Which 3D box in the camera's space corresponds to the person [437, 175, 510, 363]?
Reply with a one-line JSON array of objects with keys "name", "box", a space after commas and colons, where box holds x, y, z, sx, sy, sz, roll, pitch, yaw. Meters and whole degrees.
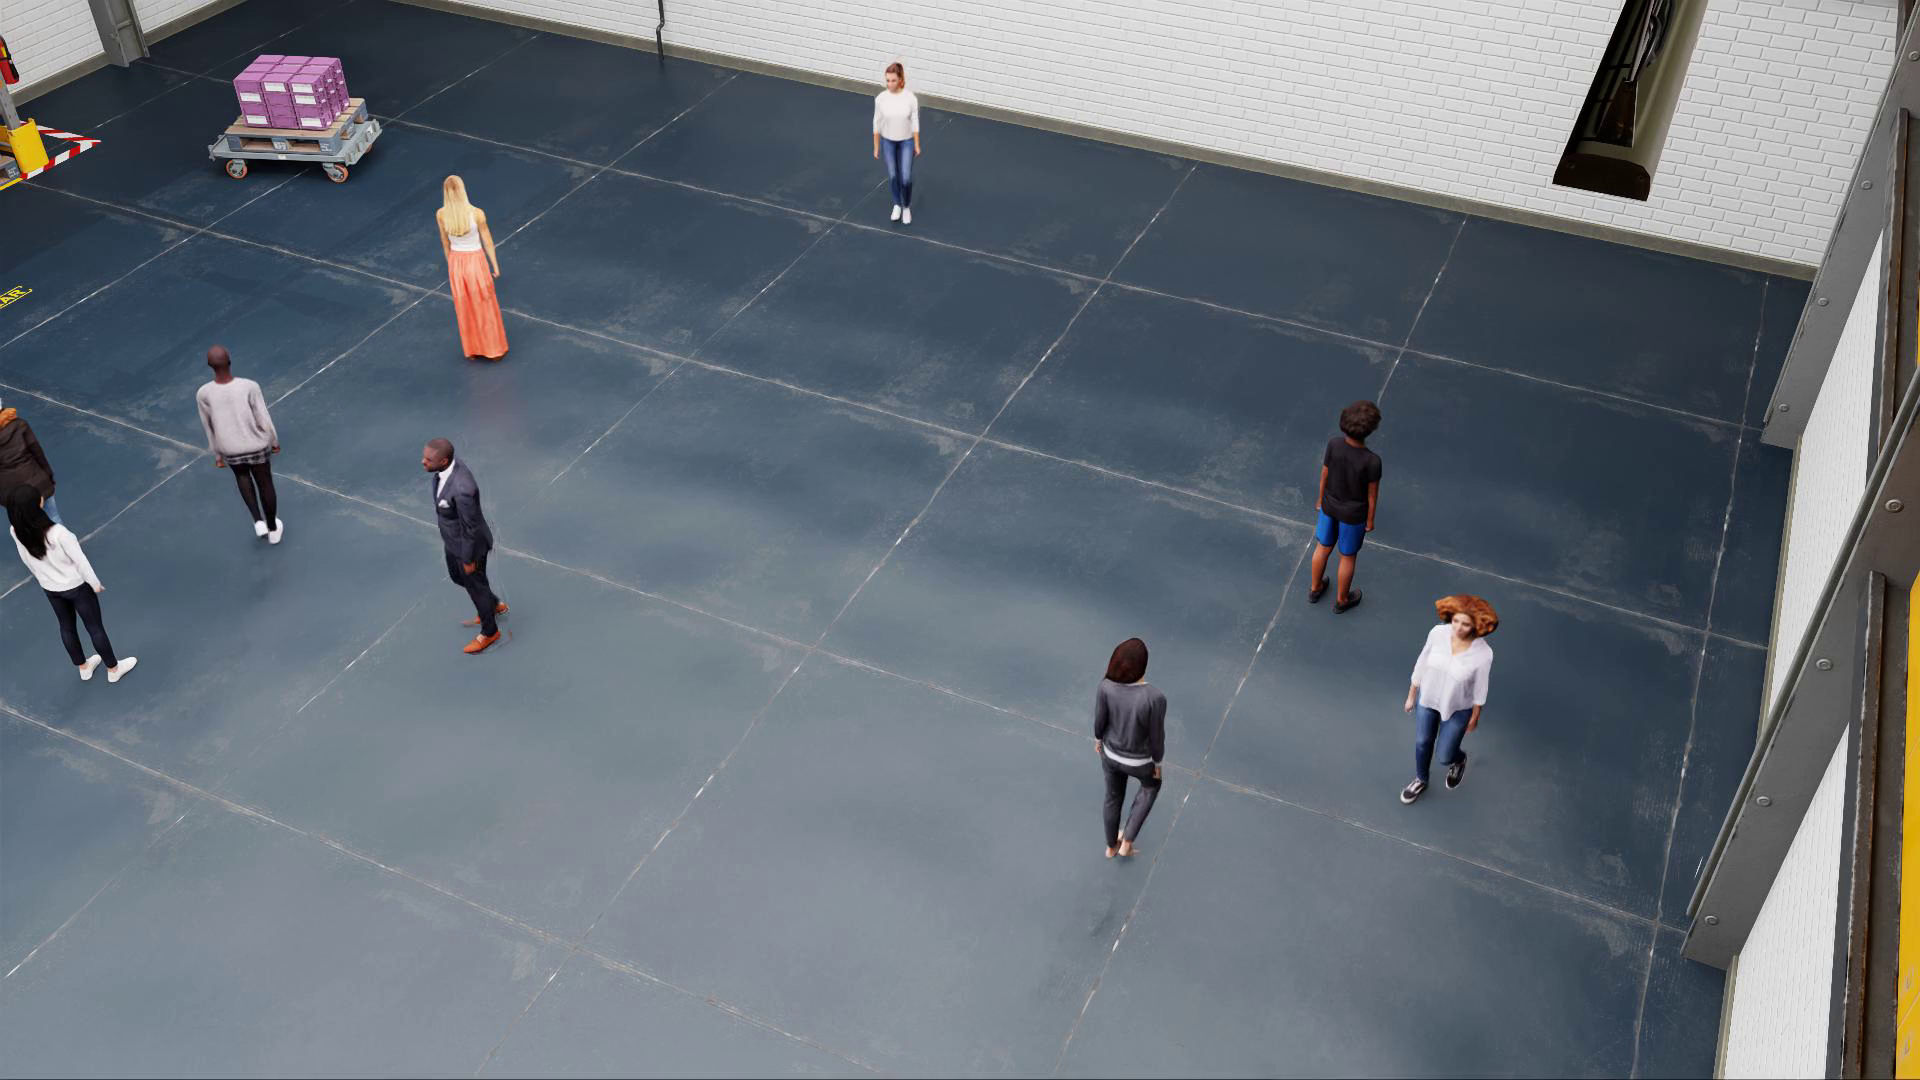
[{"name": "person", "box": [-4.409, -2.429, 14.958, 0.692, 1.801, 0.680, 4, 39, 5]}]

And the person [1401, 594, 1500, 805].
[{"name": "person", "box": [3.186, 0.997, 10.753, 0.762, 1.695, 0.826, 31, 48, 33]}]

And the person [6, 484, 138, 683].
[{"name": "person", "box": [-6.257, 0.304, 11.617, 0.678, 1.700, 0.652, 5, 39, 7]}]

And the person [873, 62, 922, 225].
[{"name": "person", "box": [-0.628, -4.108, 17.135, 0.712, 1.706, 0.731, 5, 39, 7]}]

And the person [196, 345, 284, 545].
[{"name": "person", "box": [-5.512, -0.672, 12.789, 0.764, 1.761, 0.814, -10, 40, -12]}]

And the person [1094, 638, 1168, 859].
[{"name": "person", "box": [1.020, 1.366, 10.238, 0.614, 1.761, 0.617, 16, 41, 19]}]

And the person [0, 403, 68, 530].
[{"name": "person", "box": [-7.106, -0.438, 12.600, 0.715, 1.633, 0.791, -18, 42, -21]}]

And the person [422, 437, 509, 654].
[{"name": "person", "box": [-3.502, -0.012, 11.917, 0.867, 1.819, 0.840, -20, 43, -23]}]

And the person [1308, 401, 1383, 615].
[{"name": "person", "box": [2.828, -0.241, 12.223, 0.669, 1.794, 0.632, 26, 46, 29]}]
